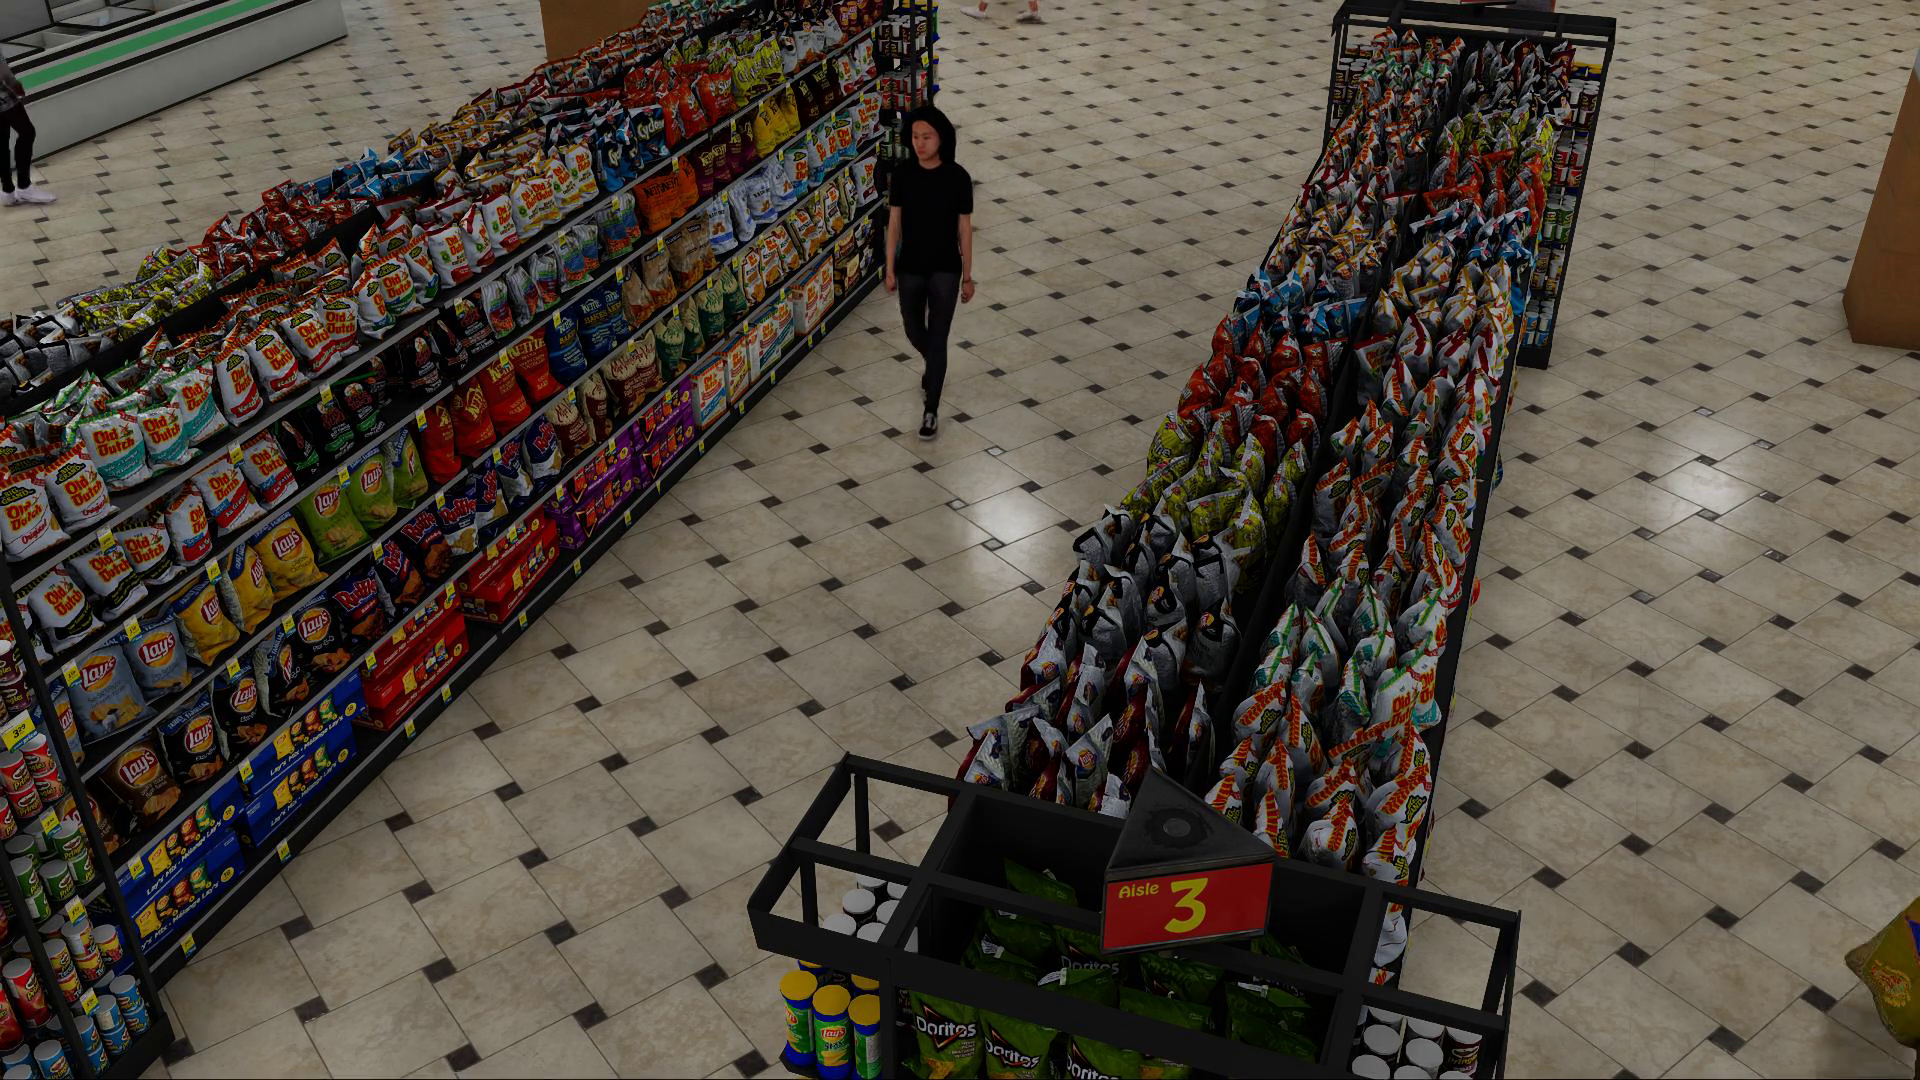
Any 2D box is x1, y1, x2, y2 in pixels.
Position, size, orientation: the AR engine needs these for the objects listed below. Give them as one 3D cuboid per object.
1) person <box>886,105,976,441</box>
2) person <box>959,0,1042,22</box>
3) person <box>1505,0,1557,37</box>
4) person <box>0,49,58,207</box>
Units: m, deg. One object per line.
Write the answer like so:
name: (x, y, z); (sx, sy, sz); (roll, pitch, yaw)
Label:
person: (-0.155, -1.548, 9.309); (0.697, 1.804, 1.043); (9, 33, 14)
person: (0.599, -5.992, 16.579); (0.784, 1.670, 1.027); (6, 32, 10)
person: (4.860, -4.570, 14.188); (0.665, 1.781, 0.657); (26, 40, 35)
person: (-7.178, -3.288, 12.147); (0.796, 1.761, 0.740); (-15, 35, -22)
